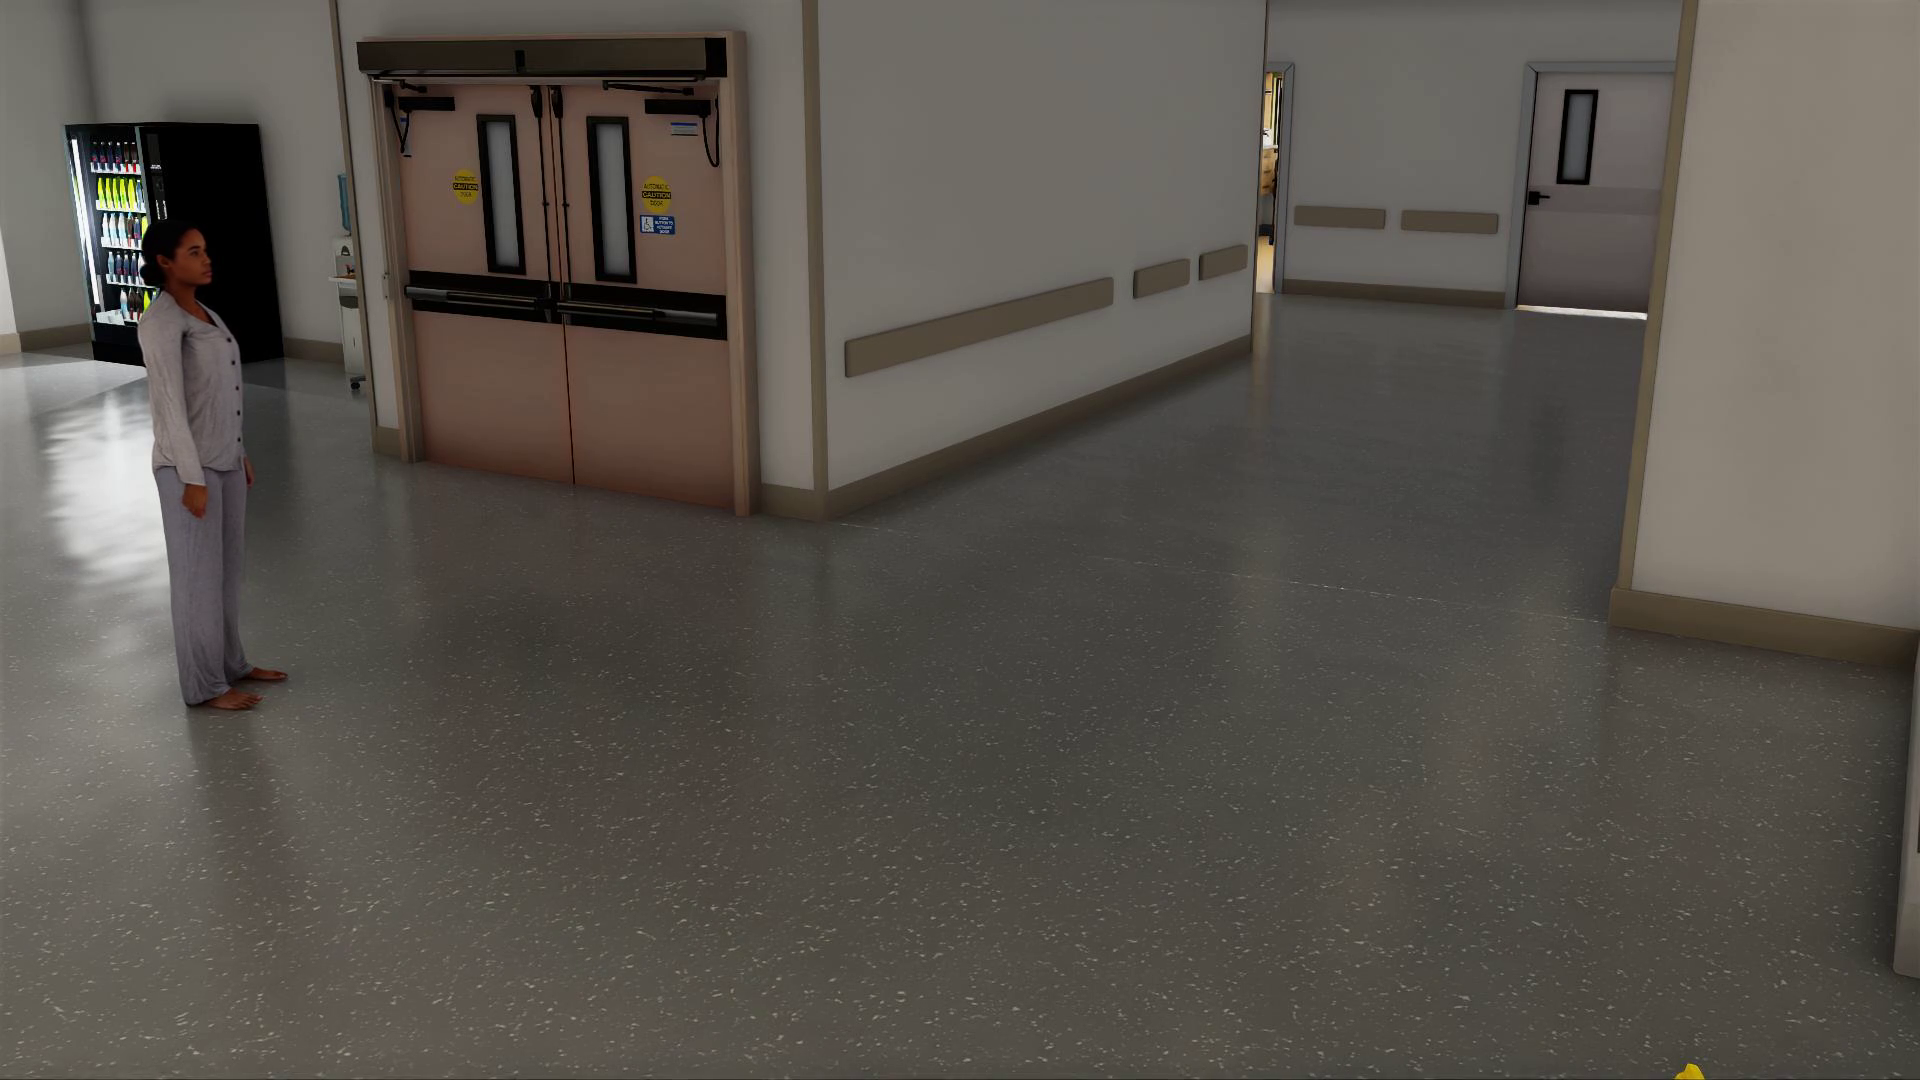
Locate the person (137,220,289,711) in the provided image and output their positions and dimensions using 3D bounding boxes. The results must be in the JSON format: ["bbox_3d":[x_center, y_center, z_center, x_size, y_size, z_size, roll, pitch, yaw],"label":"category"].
[{"bbox_3d":[-2.736,-0.277,5.979,0.726,1.736,0.712,-1,16,-3],"label":"person"}]
